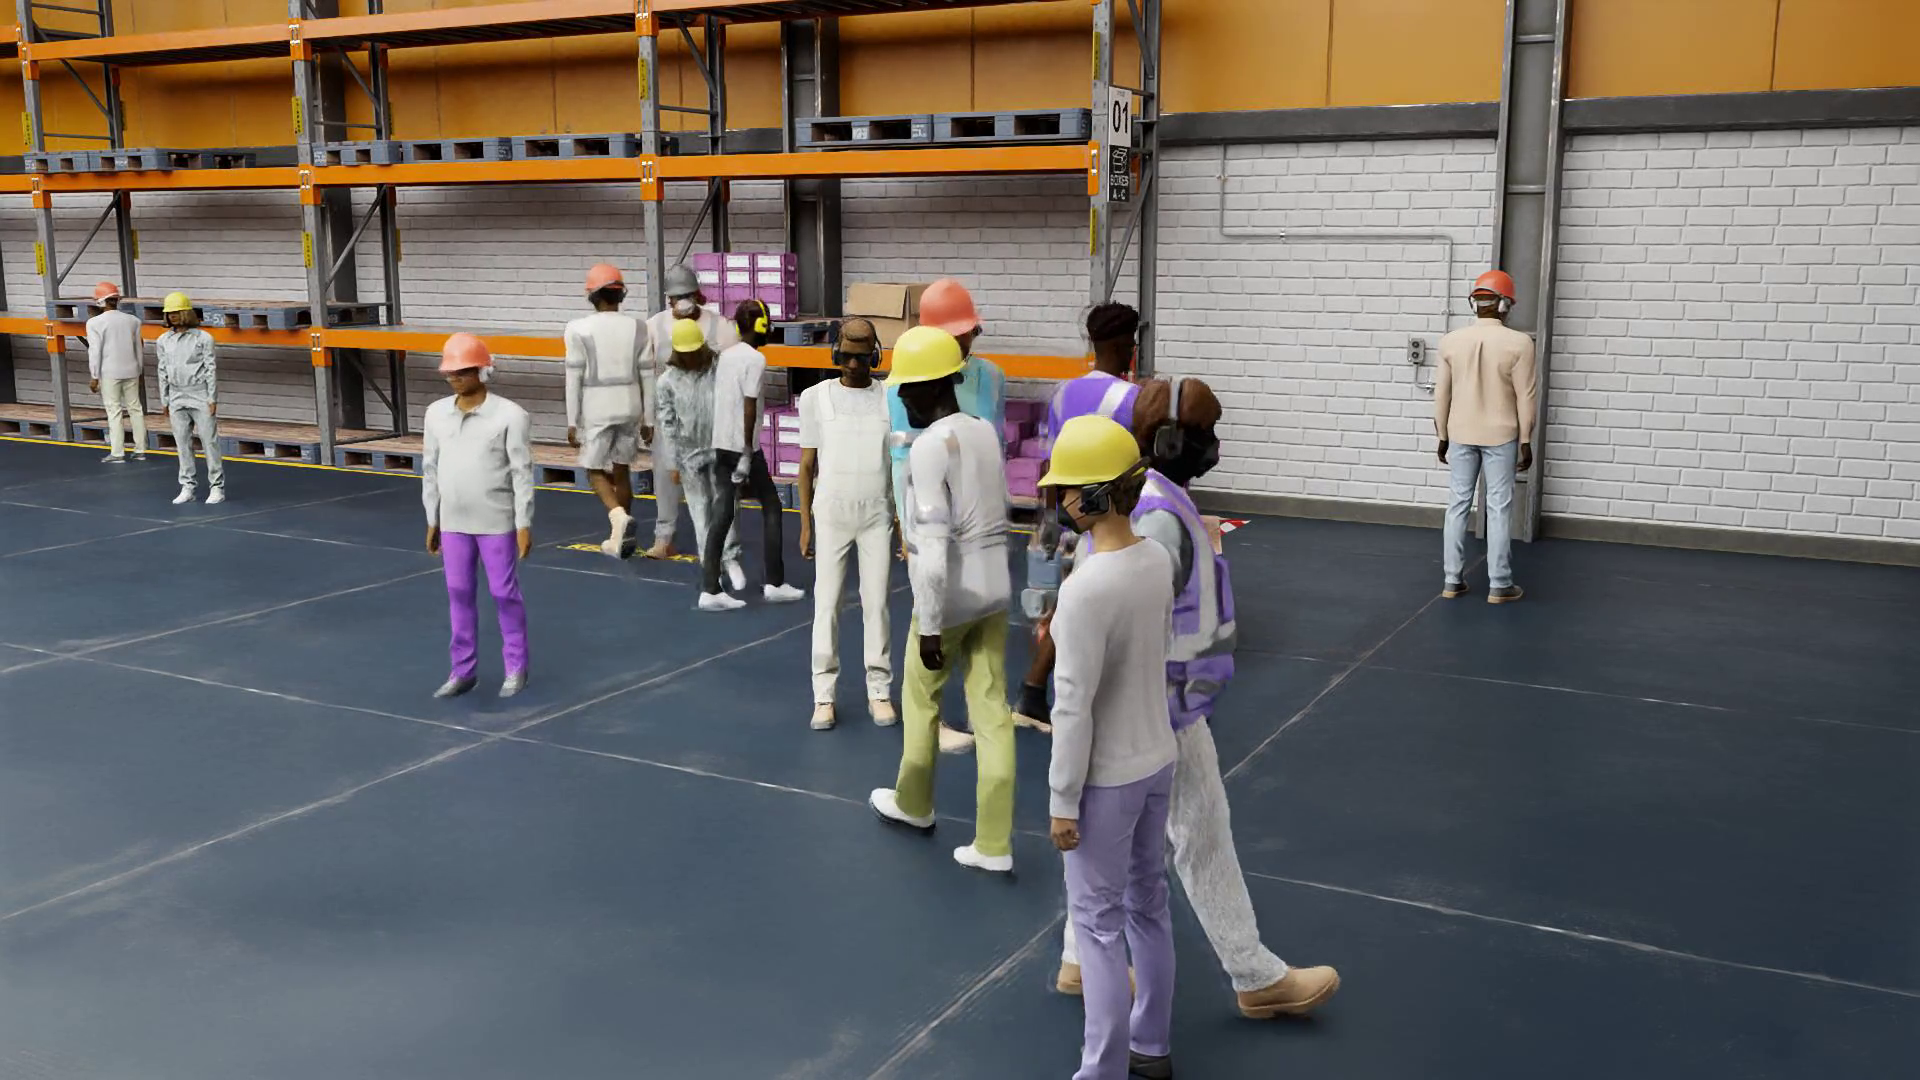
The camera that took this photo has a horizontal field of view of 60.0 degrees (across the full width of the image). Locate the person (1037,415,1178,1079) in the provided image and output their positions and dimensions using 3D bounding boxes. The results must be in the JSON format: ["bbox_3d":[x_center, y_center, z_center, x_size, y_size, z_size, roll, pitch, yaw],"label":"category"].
[{"bbox_3d":[0.354,0.569,4.135,0.342,1.761,0.526,6,12,31],"label":"person"}]

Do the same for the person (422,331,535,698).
[{"bbox_3d":[-2.294,-0.108,7.896,0.571,1.759,0.359,3,11,13],"label":"person"}]

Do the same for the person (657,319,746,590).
[{"bbox_3d":[-1.556,-0.497,10.117,0.539,1.696,0.471,-2,10,-10],"label":"person"}]

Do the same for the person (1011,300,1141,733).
[{"bbox_3d":[0.610,-0.109,7.457,1.042,1.916,0.610,-5,12,-27],"label":"person"}]

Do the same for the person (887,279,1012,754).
[{"bbox_3d":[-0.005,-0.095,7.123,0.633,2.013,0.449,-8,13,-38],"label":"person"}]

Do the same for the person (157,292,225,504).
[{"bbox_3d":[-6.334,-1.156,13.653,0.485,1.736,0.313,1,10,3],"label":"person"}]

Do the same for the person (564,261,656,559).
[{"bbox_3d":[-2.315,-0.841,11.129,0.621,2.027,0.729,-6,12,-29],"label":"person"}]

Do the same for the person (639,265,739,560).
[{"bbox_3d":[-1.856,-0.907,11.442,0.709,2.000,0.661,-2,11,-13],"label":"person"}]

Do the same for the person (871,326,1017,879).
[{"bbox_3d":[-0.060,0.195,5.831,0.861,1.868,0.566,10,14,42],"label":"person"}]

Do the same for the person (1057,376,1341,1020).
[{"bbox_3d":[0.642,0.454,4.651,0.780,1.816,0.640,0,10,0],"label":"person"}]

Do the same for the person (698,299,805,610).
[{"bbox_3d":[-1.305,-0.511,9.888,0.511,1.812,0.834,10,14,44],"label":"person"}]

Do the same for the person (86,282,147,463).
[{"bbox_3d":[-8.224,-1.629,16.196,0.345,1.749,0.564,6,12,30],"label":"person"}]

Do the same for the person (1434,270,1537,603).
[{"bbox_3d":[3.158,-0.616,10.002,0.611,1.985,0.393,8,13,37],"label":"person"}]

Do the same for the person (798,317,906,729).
[{"bbox_3d":[-0.466,-0.071,7.417,0.504,1.839,0.344,-2,11,-10],"label":"person"}]
